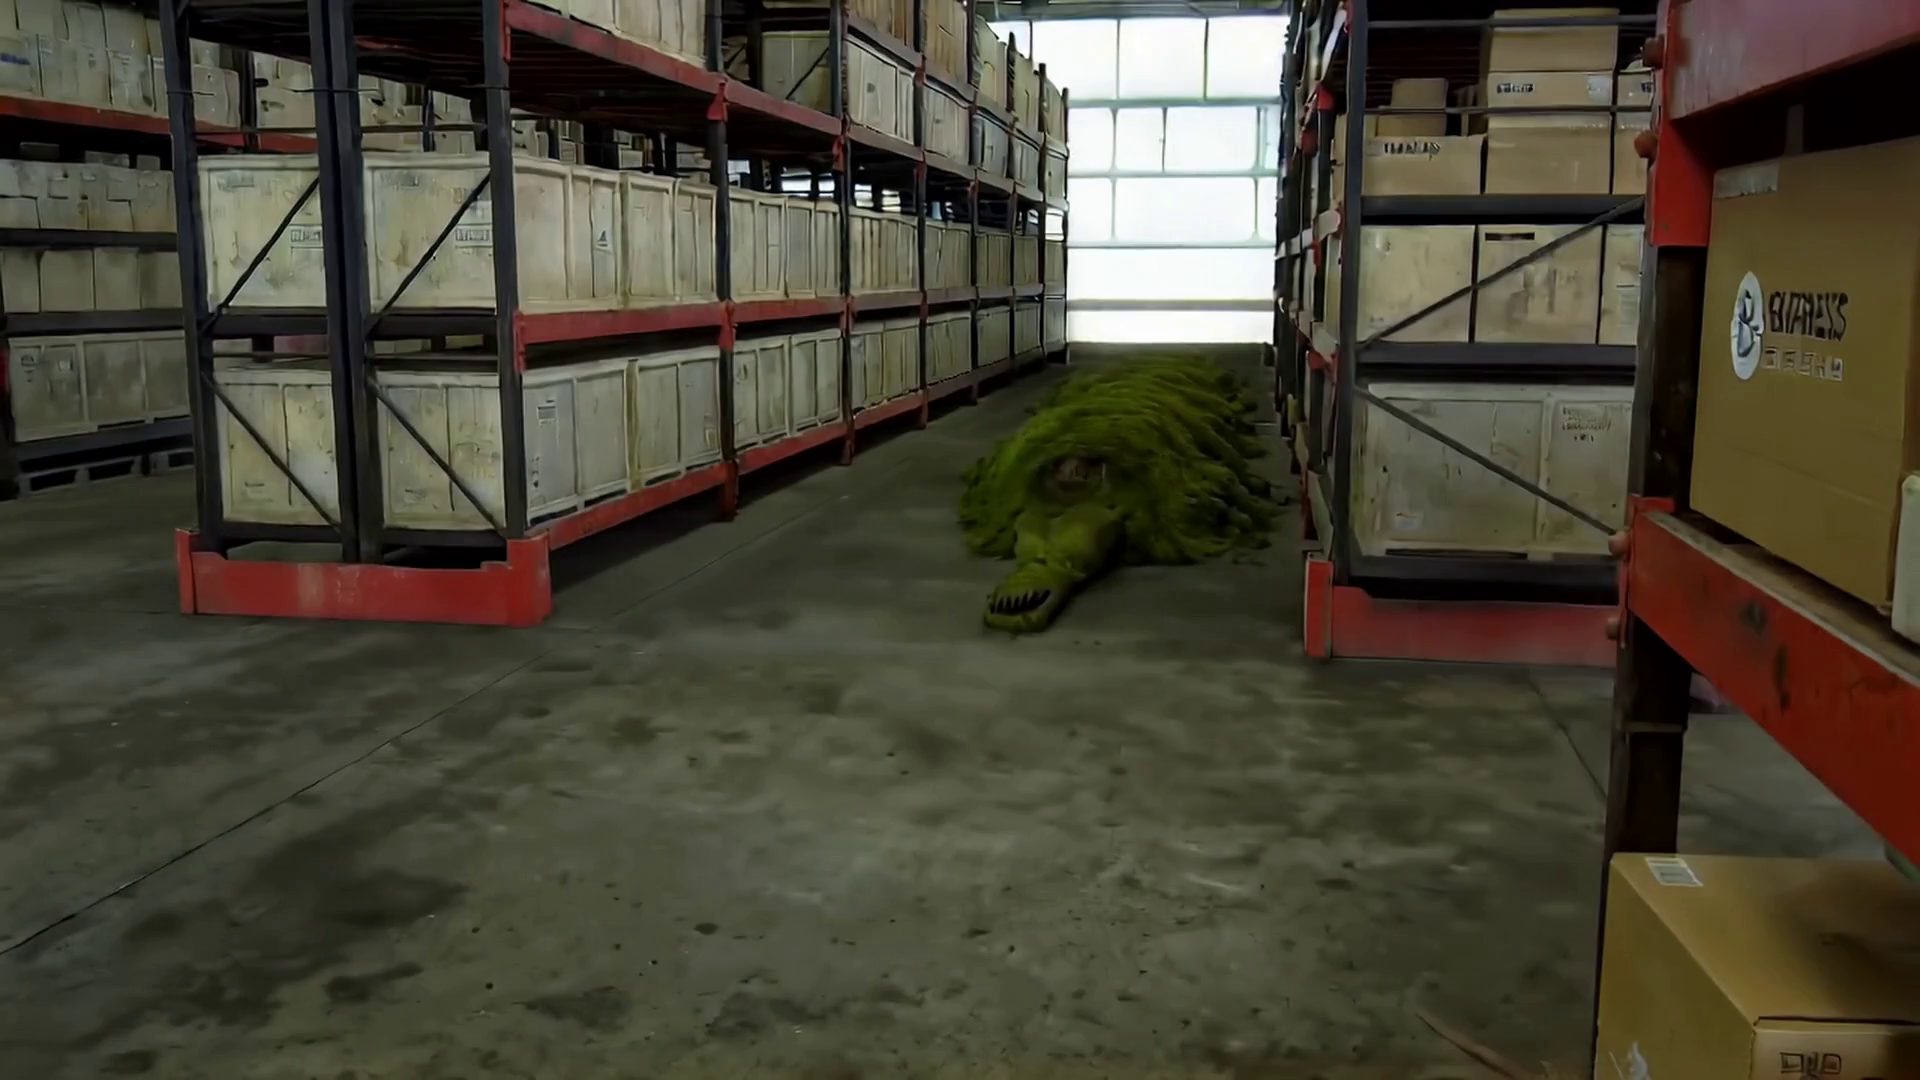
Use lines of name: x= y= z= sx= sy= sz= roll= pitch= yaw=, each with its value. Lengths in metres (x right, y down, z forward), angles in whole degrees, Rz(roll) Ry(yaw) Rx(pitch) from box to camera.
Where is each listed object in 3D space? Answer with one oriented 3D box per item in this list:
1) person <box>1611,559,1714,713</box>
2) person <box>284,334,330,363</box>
person: x=3.248 y=-0.139 z=7.617 sx=0.563 sy=1.889 sz=0.676 roll=2 pitch=9 yaw=9
person: x=-6.010 y=-1.402 z=15.505 sx=0.651 sy=1.879 sz=0.892 roll=3 pitch=10 yaw=19
